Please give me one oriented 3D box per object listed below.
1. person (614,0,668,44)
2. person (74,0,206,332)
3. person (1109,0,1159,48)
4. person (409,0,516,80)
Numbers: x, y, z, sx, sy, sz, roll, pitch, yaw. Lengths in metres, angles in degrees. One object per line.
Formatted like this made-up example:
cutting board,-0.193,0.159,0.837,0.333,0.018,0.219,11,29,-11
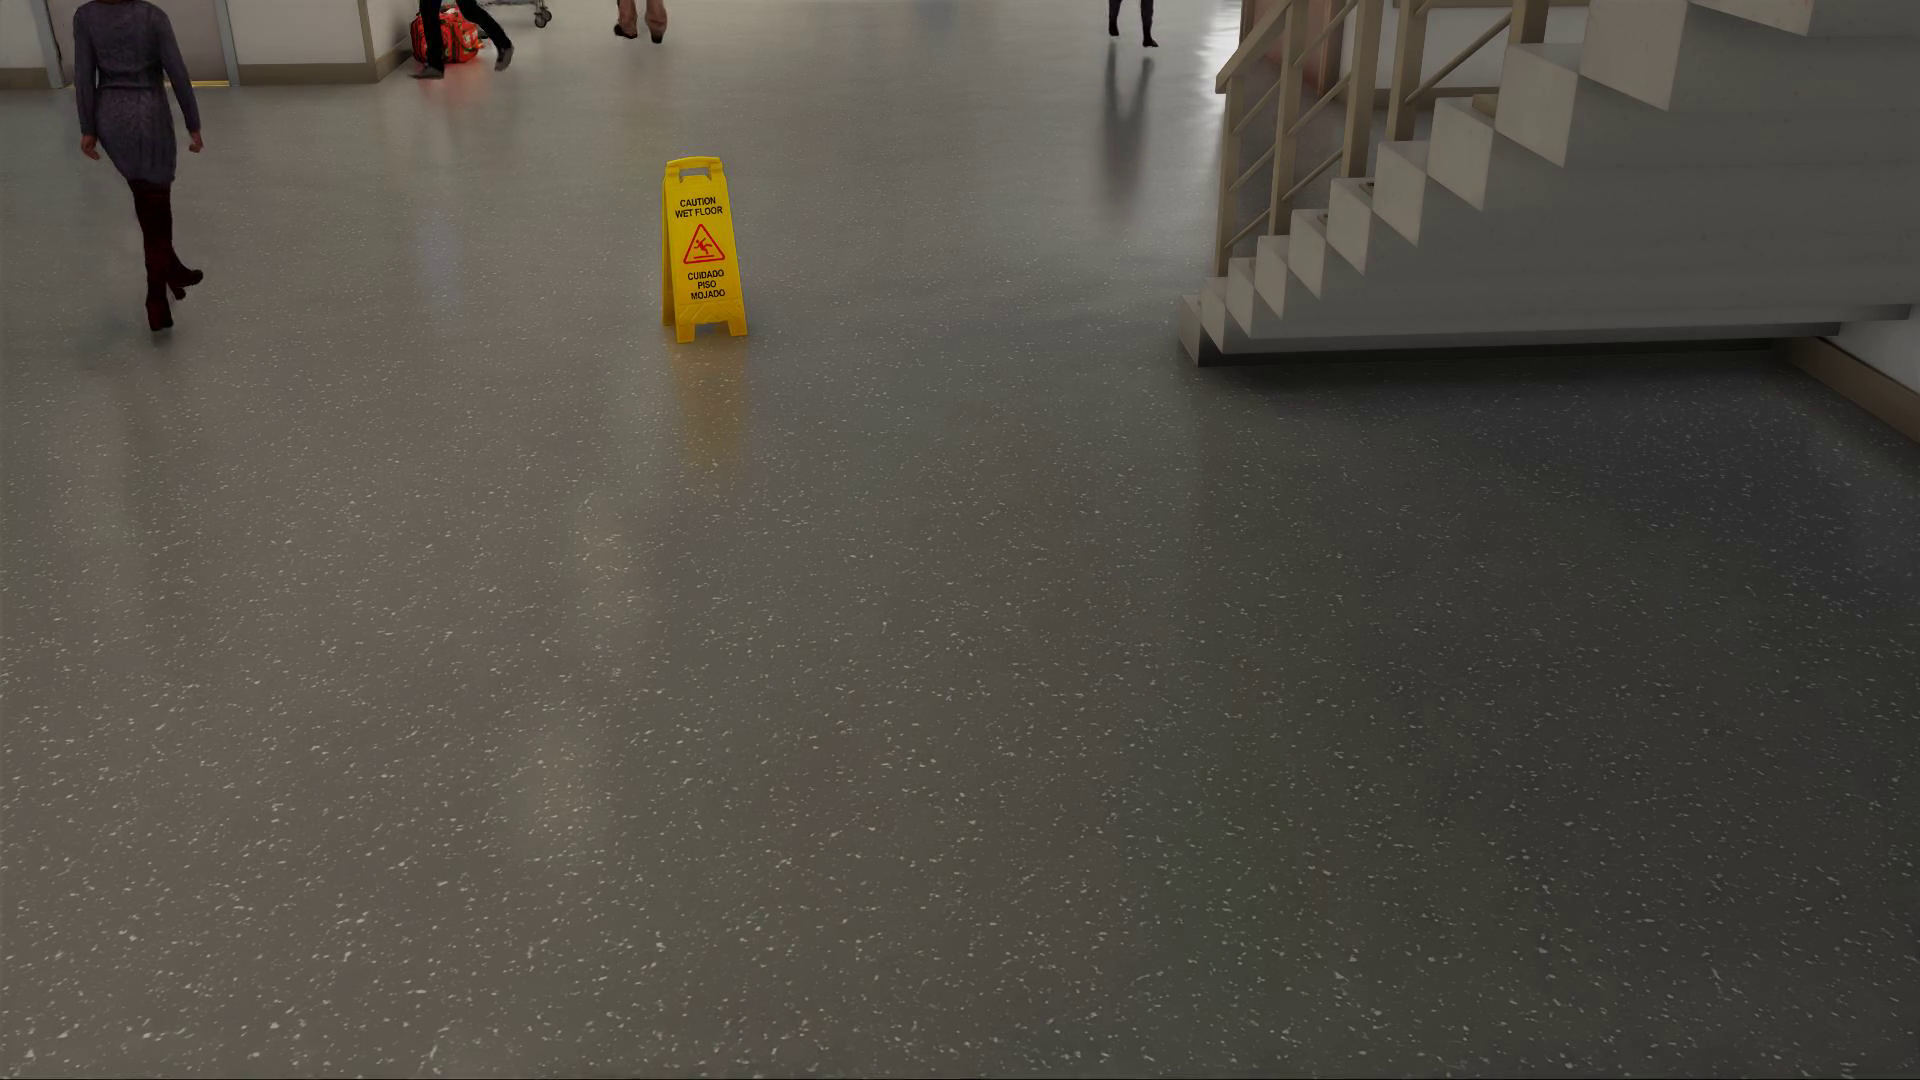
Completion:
person,-2.766,-5.203,14.300,0.886,1.814,0.972,-9,27,-18
person,-3.637,-1.748,7.290,0.603,1.680,0.979,-4,26,-9
person,1.453,-5.127,14.235,0.648,1.734,1.189,-4,26,-9
person,-3.886,-4.444,12.829,1.133,1.725,1.180,18,31,33
